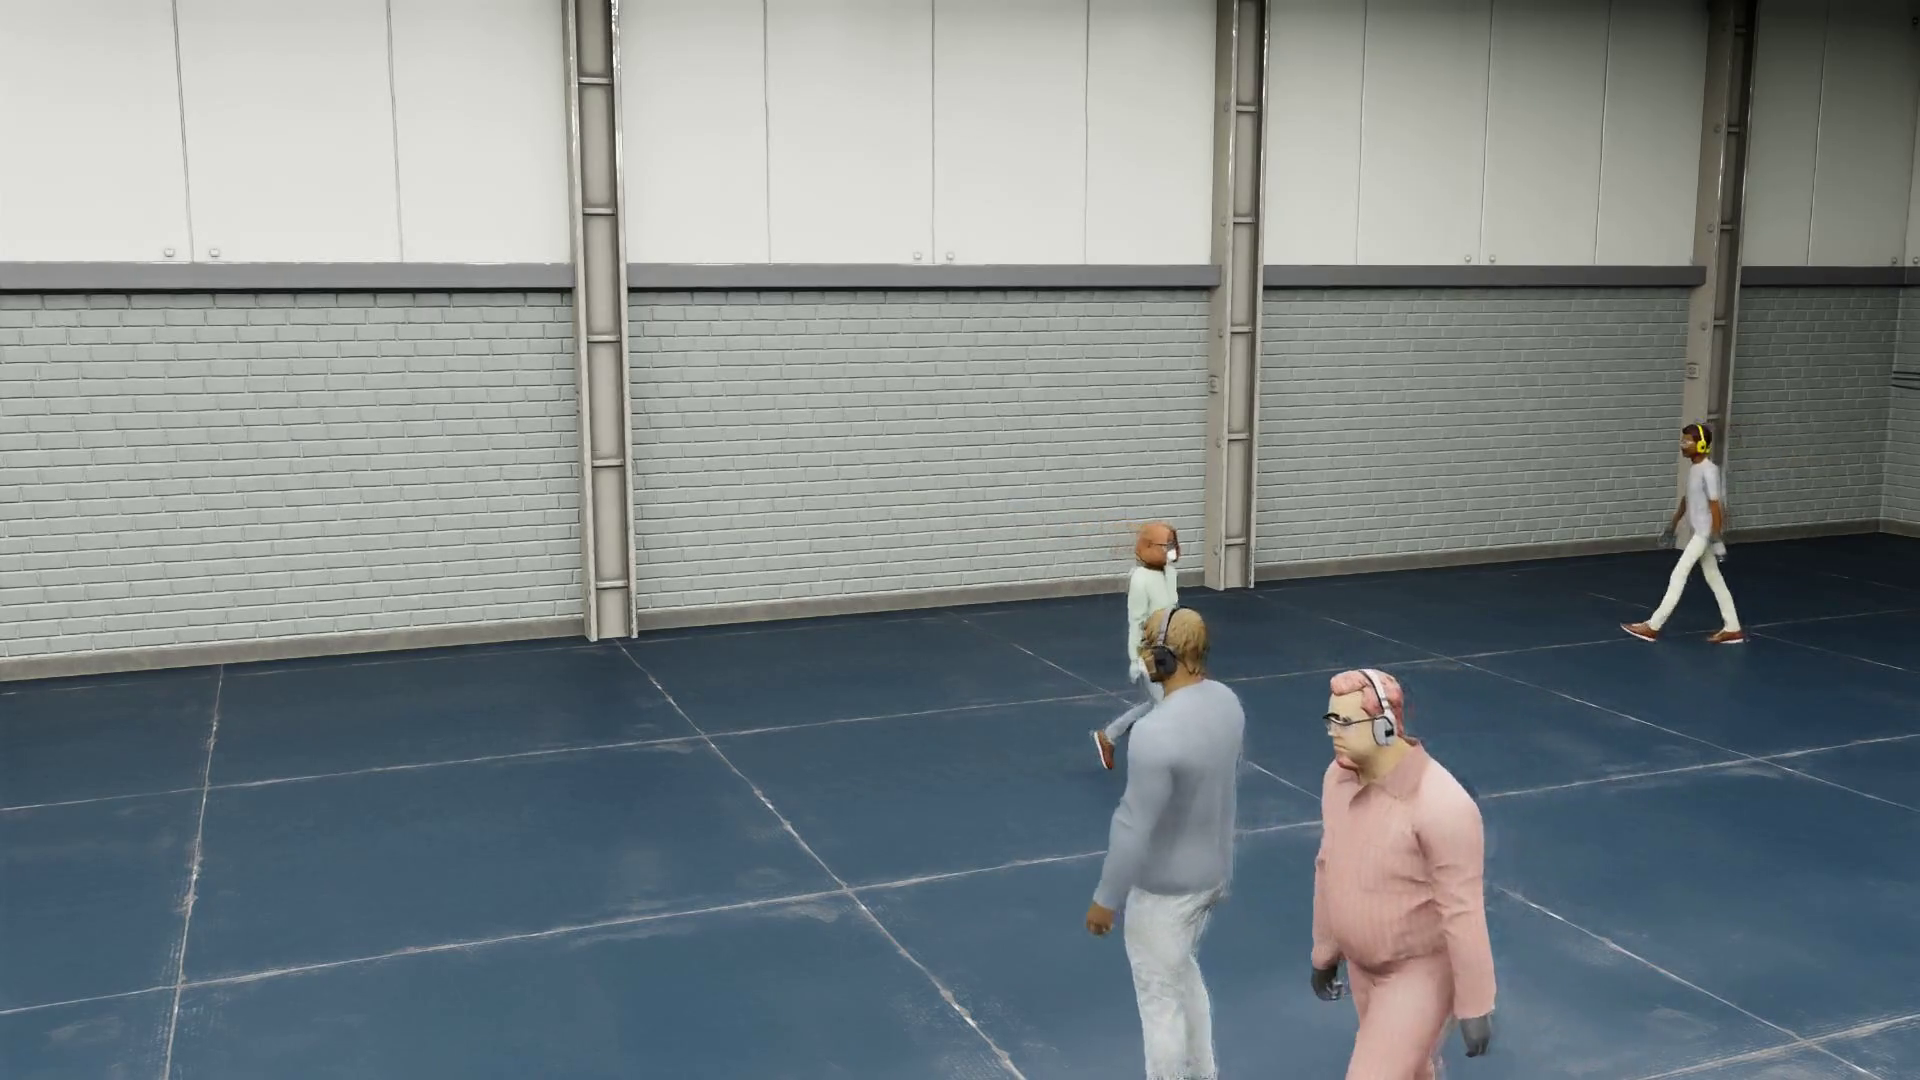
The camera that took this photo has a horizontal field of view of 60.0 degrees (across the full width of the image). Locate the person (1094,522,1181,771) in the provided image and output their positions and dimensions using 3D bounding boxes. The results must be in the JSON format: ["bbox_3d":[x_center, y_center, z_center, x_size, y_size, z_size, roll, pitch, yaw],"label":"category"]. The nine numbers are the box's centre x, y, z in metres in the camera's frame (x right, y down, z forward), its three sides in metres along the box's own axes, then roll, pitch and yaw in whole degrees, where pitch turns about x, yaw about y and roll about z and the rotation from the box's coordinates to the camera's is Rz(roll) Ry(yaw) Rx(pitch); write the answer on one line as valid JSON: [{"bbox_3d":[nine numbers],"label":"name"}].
[{"bbox_3d":[1.093,0.677,9.813,0.673,1.614,0.503,6,11,33],"label":"person"}]

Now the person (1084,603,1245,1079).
[{"bbox_3d":[0.716,1.168,5.715,0.424,1.932,0.651,6,11,32],"label":"person"}]

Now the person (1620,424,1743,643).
[{"bbox_3d":[5.995,-0.037,13.643,1.008,1.821,0.495,3,9,16],"label":"person"}]

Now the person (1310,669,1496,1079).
[{"bbox_3d":[1.265,1.308,5.032,0.751,1.868,0.660,-3,9,-17],"label":"person"}]
